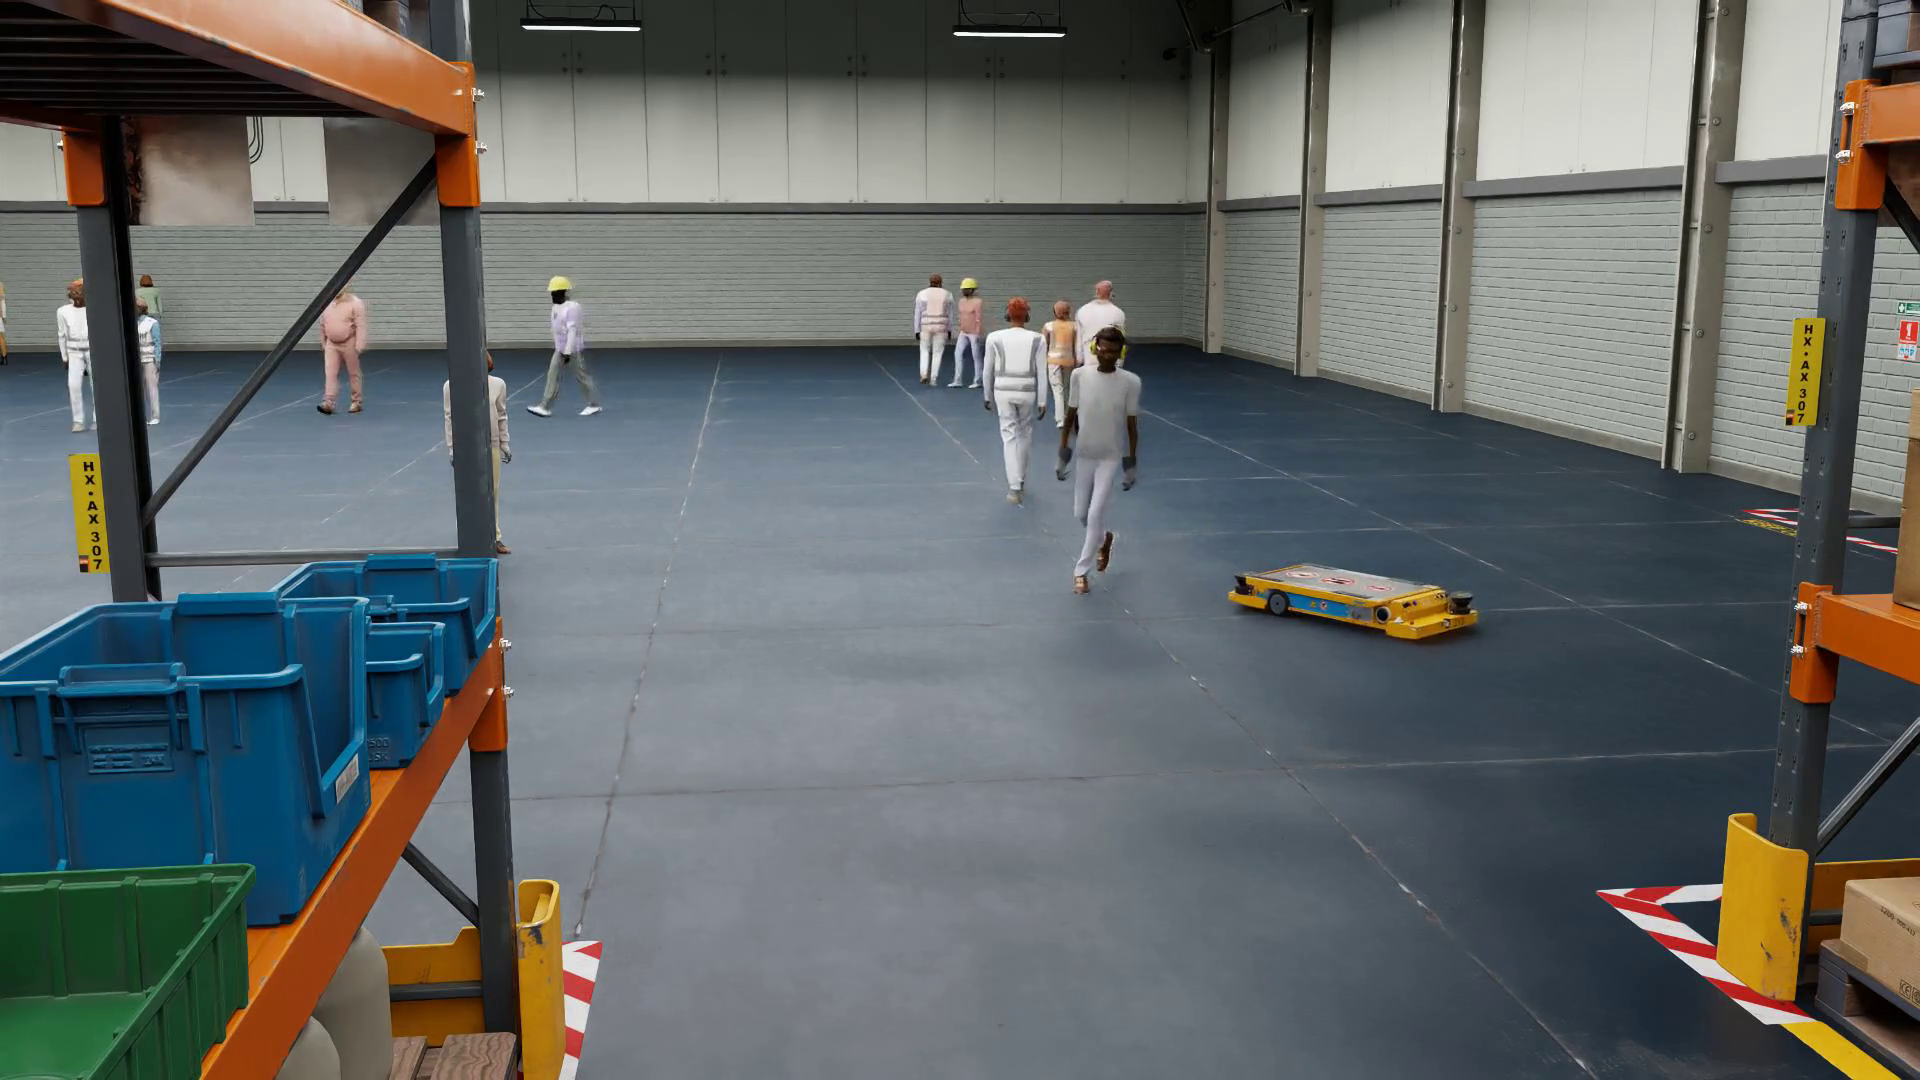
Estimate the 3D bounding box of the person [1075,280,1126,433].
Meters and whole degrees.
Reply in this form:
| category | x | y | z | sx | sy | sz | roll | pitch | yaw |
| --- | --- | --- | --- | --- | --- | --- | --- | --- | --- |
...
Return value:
| category | x | y | z | sx | sy | sz | roll | pitch | yaw |
| --- | --- | --- | --- | --- | --- | --- | --- | --- | --- |
| person | 1.665 | -2.156 | 19.916 | 0.654 | 1.889 | 0.647 | 6 | 12 | 28 |

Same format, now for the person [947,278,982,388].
| category | x | y | z | sx | sy | sz | roll | pitch | yaw |
| --- | --- | --- | --- | --- | --- | --- | --- | --- | --- |
| person | 0.077 | -3.255 | 26.301 | 0.547 | 1.741 | 0.711 | 9 | 14 | 42 |

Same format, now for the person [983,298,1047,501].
| category | x | y | z | sx | sy | sz | roll | pitch | yaw |
| --- | --- | --- | --- | --- | --- | --- | --- | --- | --- |
| person | 0.502 | -1.317 | 15.455 | 0.577 | 1.832 | 0.956 | -1 | 10 | -6 |

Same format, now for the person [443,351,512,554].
| category | x | y | z | sx | sy | sz | roll | pitch | yaw |
| --- | --- | --- | --- | --- | --- | --- | --- | --- | --- |
| person | -3.625 | -0.683 | 12.532 | 0.504 | 1.633 | 0.279 | -9 | 14 | -41 |

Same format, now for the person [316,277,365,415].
| category | x | y | z | sx | sy | sz | roll | pitch | yaw |
| --- | --- | --- | --- | --- | --- | --- | --- | --- | --- |
| person | -8.406 | -2.622 | 22.517 | 0.679 | 1.860 | 0.951 | 1 | 10 | 4 |

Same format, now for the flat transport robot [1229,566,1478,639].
| category | x | y | z | sx | sy | sz | roll | pitch | yaw |
| --- | --- | --- | --- | --- | --- | --- | --- | --- | --- |
| flat transport robot | 2.466 | 0.365 | 10.525 | 0.652 | 0.197 | 1.431 | -9 | 14 | -40 |

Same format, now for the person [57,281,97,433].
| category | x | y | z | sx | sy | sz | roll | pitch | yaw |
| --- | --- | --- | --- | --- | --- | --- | --- | --- | --- |
| person | -10.798 | -2.250 | 20.510 | 0.590 | 1.855 | 0.783 | -3 | 11 | -17 |

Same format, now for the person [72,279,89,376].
| category | x | y | z | sx | sy | sz | roll | pitch | yaw |
| --- | --- | --- | --- | --- | --- | --- | --- | --- | --- |
| person | -15.176 | -3.741 | 29.001 | 0.520 | 1.736 | 0.836 | -4 | 11 | -20 |

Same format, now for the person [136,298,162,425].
| category | x | y | z | sx | sy | sz | roll | pitch | yaw |
| --- | --- | --- | --- | --- | --- | --- | --- | --- | --- |
| person | -10.494 | -2.279 | 21.323 | 0.589 | 1.632 | 0.312 | 2 | 11 | 10 |

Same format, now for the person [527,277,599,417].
| category | x | y | z | sx | sy | sz | roll | pitch | yaw |
| --- | --- | --- | --- | --- | --- | --- | --- | --- | --- |
| person | -5.298 | -2.573 | 22.250 | 1.034 | 1.870 | 0.593 | -10 | 14 | -44 |

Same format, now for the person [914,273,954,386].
| category | x | y | z | sx | sy | sz | roll | pitch | yaw |
| --- | --- | --- | --- | --- | --- | --- | --- | --- | --- |
| person | -0.419 | -3.406 | 26.960 | 0.639 | 1.819 | 0.448 | -1 | 10 | -4 |

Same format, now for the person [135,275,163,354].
| category | x | y | z | sx | sy | sz | roll | pitch | yaw |
| --- | --- | --- | --- | --- | --- | --- | --- | --- | --- |
| person | -16.555 | -4.595 | 33.974 | 0.498 | 1.634 | 0.280 | -9 | 14 | -40 |

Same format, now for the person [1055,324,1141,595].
| category | x | y | z | sx | sy | sz | roll | pitch | yaw |
| --- | --- | --- | --- | --- | --- | --- | --- | --- | --- |
| person | 0.967 | -0.574 | 11.419 | 0.580 | 1.831 | 0.750 | 3 | 11 | 18 |

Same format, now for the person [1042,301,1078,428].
| category | x | y | z | sx | sy | sz | roll | pitch | yaw |
| --- | --- | --- | --- | --- | --- | --- | --- | --- | --- |
| person | 1.265 | -2.234 | 21.134 | 0.533 | 1.588 | 0.853 | -2 | 10 | -10 |

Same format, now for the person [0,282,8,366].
| category | x | y | z | sx | sy | sz | roll | pitch | yaw |
| --- | --- | --- | --- | --- | --- | --- | --- | --- | --- |
| person | -18.108 | -4.208 | 31.031 | 0.377 | 1.932 | 0.552 | 9 | 13 | 39 |
